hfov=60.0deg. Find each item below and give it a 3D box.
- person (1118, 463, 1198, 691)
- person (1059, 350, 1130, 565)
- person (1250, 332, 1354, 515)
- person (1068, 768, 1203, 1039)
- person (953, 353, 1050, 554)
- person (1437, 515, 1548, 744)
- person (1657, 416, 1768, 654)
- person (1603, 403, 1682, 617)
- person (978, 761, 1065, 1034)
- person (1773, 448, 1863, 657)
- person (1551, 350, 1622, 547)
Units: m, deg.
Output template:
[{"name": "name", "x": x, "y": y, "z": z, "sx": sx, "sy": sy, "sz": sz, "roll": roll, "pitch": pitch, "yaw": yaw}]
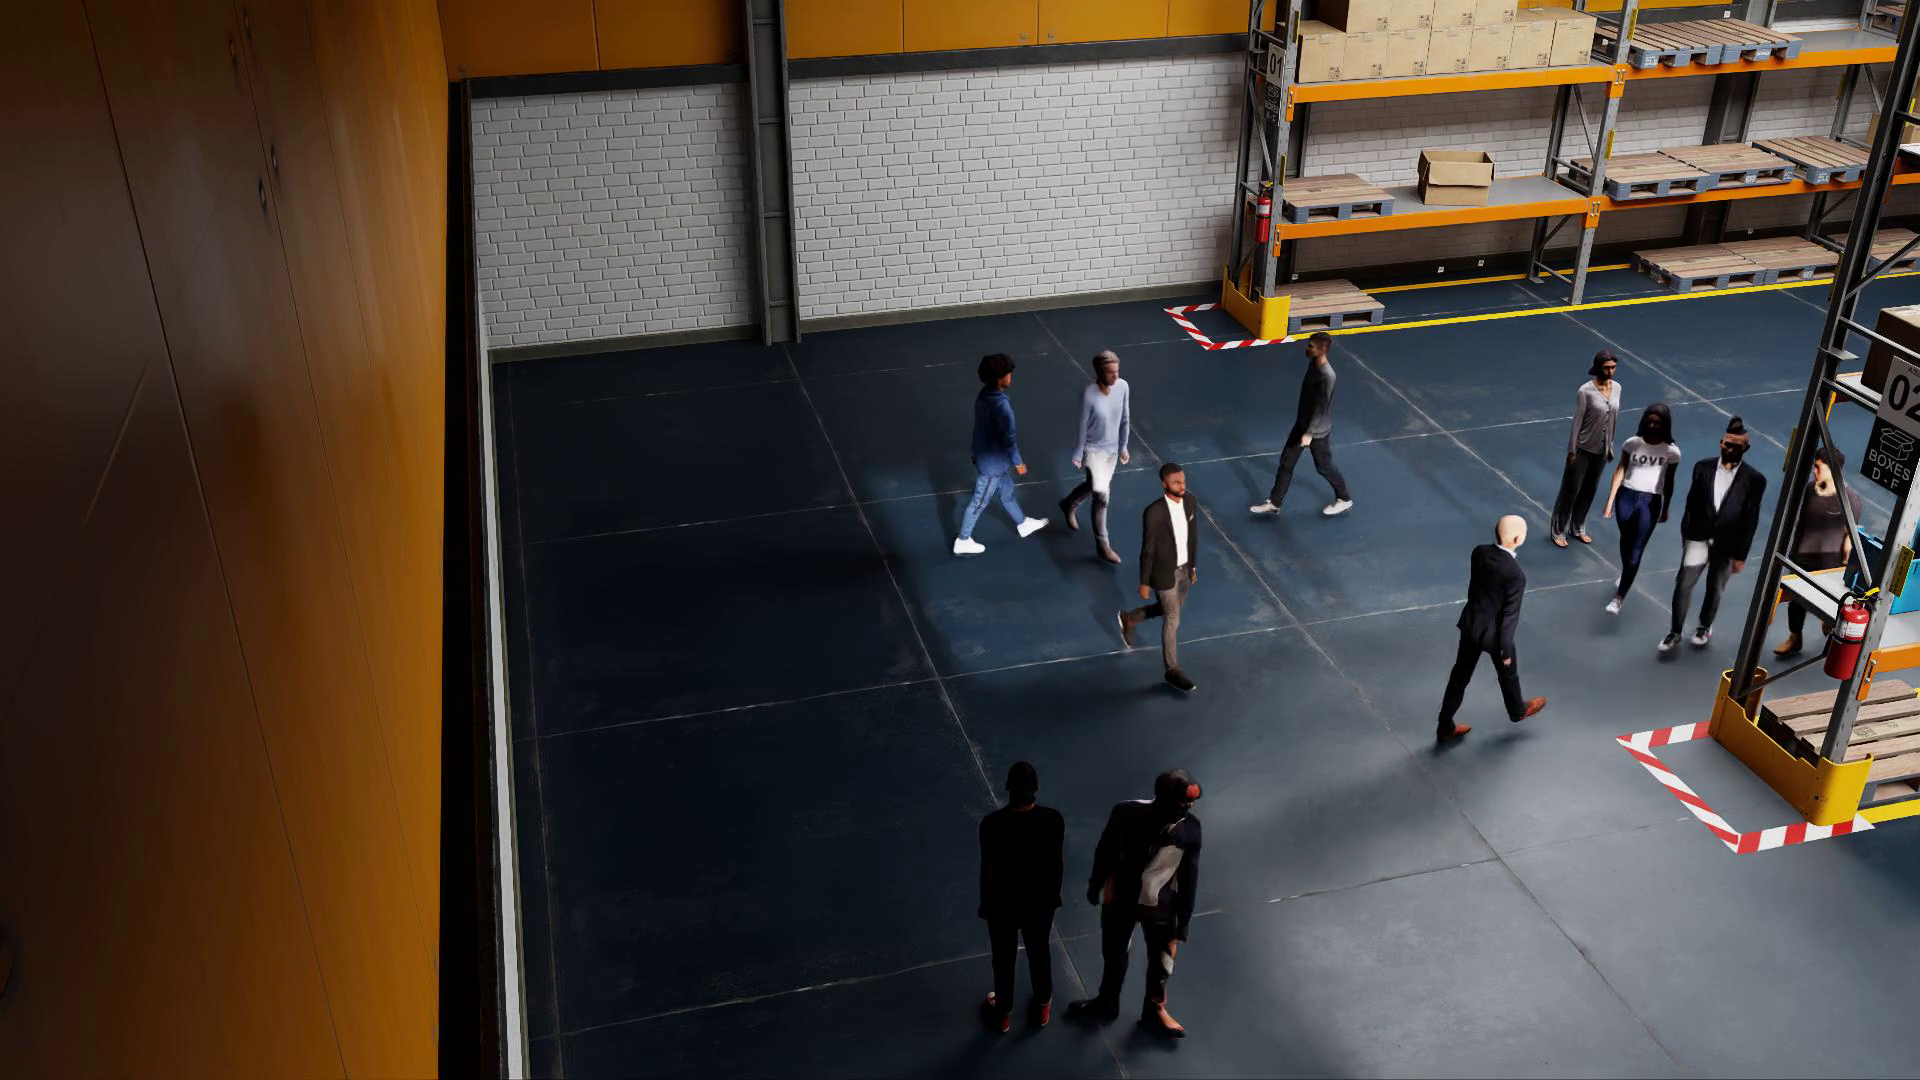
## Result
[{"name": "person", "x": 1.492, "y": 0.223, "z": 12.346, "sx": 1.130, "sy": 1.779, "sz": 1.038, "roll": -22, "pitch": 36, "yaw": -35}, {"name": "person", "x": 1.125, "y": -0.771, "z": 14.092, "sx": 1.203, "sy": 1.853, "sz": 0.984, "roll": -19, "pitch": 34, "yaw": -31}, {"name": "person", "x": 3.181, "y": -0.968, "z": 14.592, "sx": 1.134, "sy": 1.720, "sz": 0.612, "roll": -7, "pitch": 29, "yaw": -12}, {"name": "person", "x": 0.936, "y": 1.950, "z": 9.091, "sx": 0.809, "sy": 1.865, "sz": 0.980, "roll": 15, "pitch": 32, "yaw": 26}, {"name": "person", "x": 0.197, "y": -0.676, "z": 14.006, "sx": 1.132, "sy": 1.769, "sz": 0.692, "roll": -8, "pitch": 30, "yaw": -14}, {"name": "person", "x": 3.601, "y": 0.662, "z": 11.560, "sx": 1.179, "sy": 1.762, "sz": 0.869, "roll": -14, "pitch": 32, "yaw": -24}, {"name": "person", "x": 5.817, "y": -0.058, "z": 12.706, "sx": 0.948, "sy": 1.929, "sz": 1.021, "roll": 20, "pitch": 34, "yaw": 32}, {"name": "person", "x": 5.454, "y": -0.289, "z": 13.349, "sx": 1.089, "sy": 1.719, "sz": 1.180, "roll": 17, "pitch": 33, "yaw": 28}, {"name": "person", "x": 0.331, "y": 1.968, "z": 9.170, "sx": 0.494, "sy": 1.757, "sz": 0.701, "roll": -5, "pitch": 29, "yaw": -9}, {"name": "person", "x": 6.594, "y": 0.079, "z": 12.711, "sx": 1.016, "sy": 1.683, "sz": 0.838, "roll": -22, "pitch": 36, "yaw": -35}, {"name": "person", "x": 5.374, "y": -0.795, "z": 14.219, "sx": 0.469, "sy": 1.774, "sz": 0.657, "roll": -9, "pitch": 30, "yaw": -15}]
